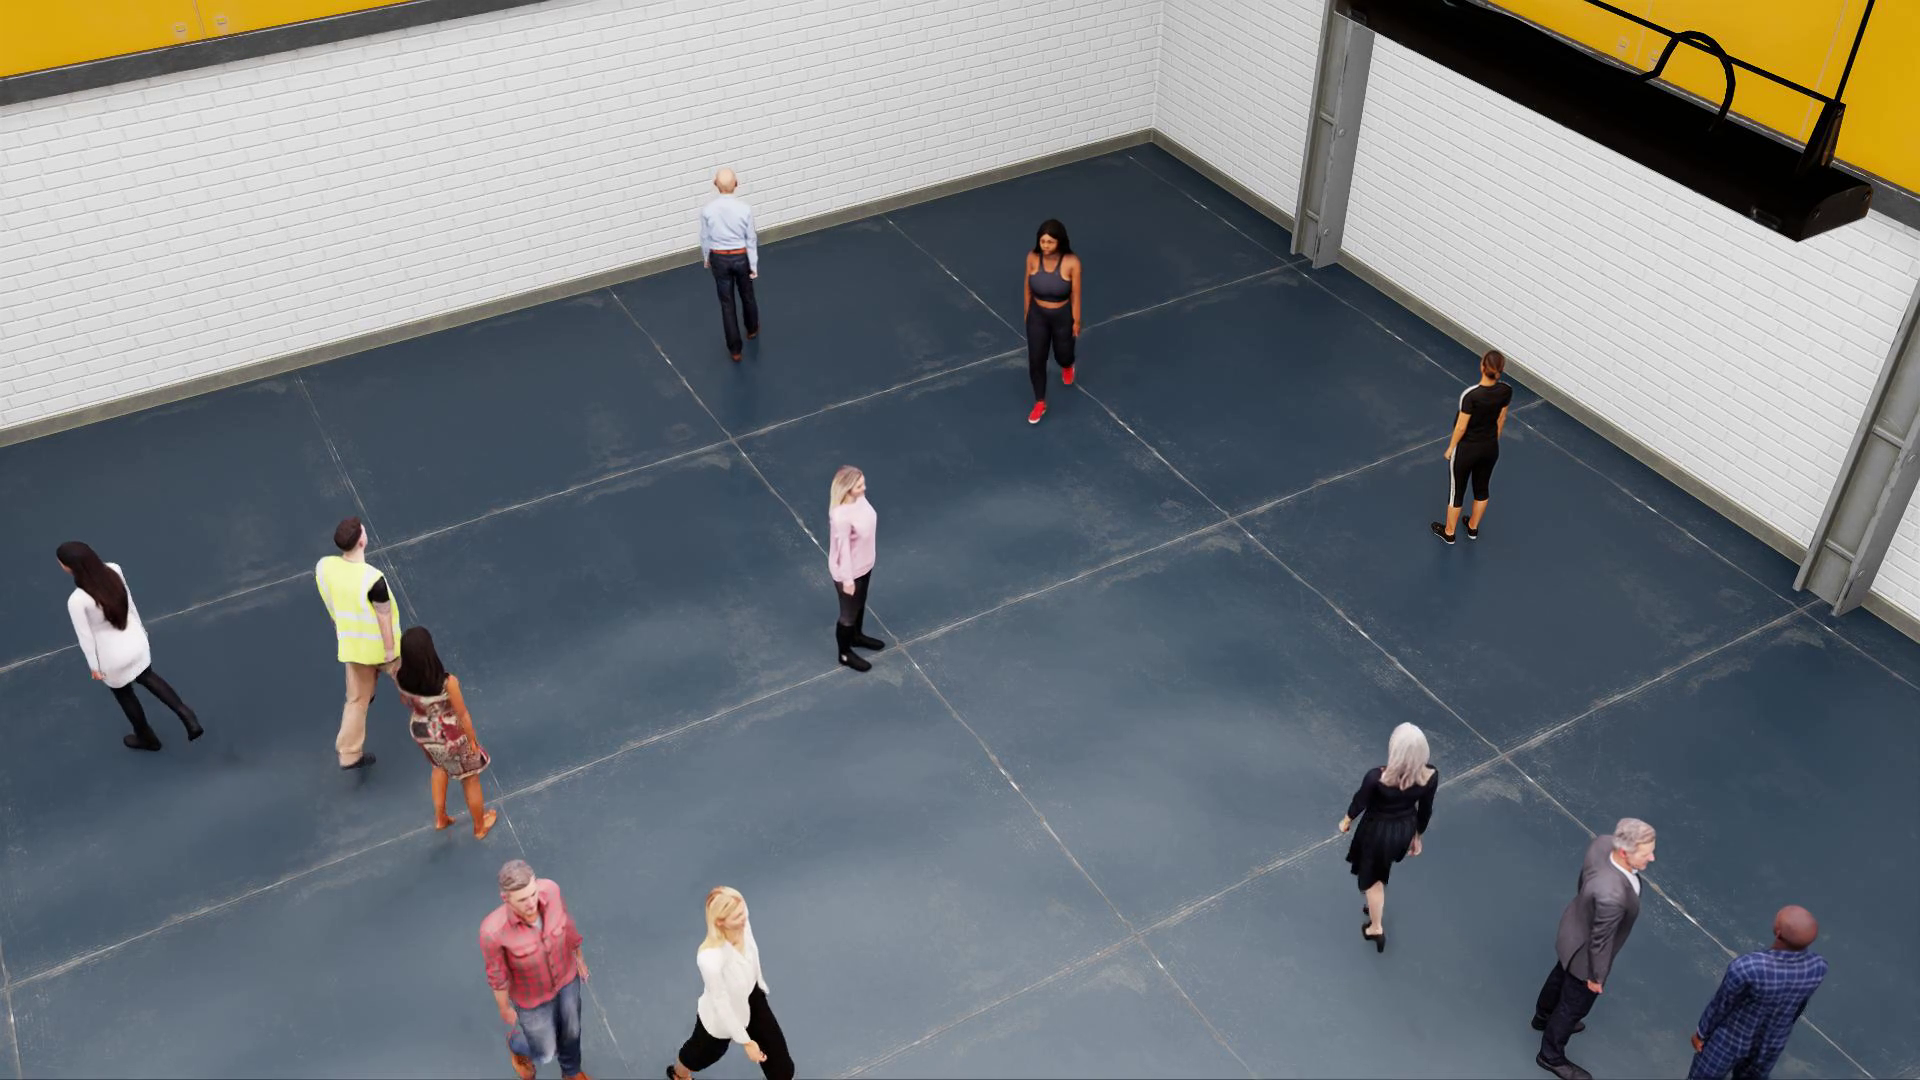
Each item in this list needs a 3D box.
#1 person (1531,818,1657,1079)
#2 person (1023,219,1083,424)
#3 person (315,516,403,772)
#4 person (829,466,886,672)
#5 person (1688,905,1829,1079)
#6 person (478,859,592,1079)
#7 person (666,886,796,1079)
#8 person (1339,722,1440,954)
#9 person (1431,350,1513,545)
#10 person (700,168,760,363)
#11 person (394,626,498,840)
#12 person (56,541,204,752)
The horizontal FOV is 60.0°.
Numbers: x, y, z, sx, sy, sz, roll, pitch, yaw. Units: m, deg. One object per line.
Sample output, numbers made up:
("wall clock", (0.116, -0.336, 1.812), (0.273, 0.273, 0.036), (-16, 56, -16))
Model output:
("person", (3.371, 2.144, 8.881), (0.863, 1.837, 0.798), (9, 39, 11))
("person", (0.801, -1.898, 13.976), (1.080, 1.794, 1.120), (12, 40, 14))
("person", (-3.843, 0.713, 10.706), (1.250, 1.795, 1.305), (10, 40, 13))
("person", (-0.760, 0.171, 11.472), (0.742, 1.686, 0.686), (11, 40, 13))
("person", (4.022, 2.491, 8.462), (0.744, 1.817, 0.746), (-3, 39, -3))
("person", (-2.247, 2.272, 8.736), (0.926, 1.816, 0.842), (28, 46, 30))
("person", (-1.254, 2.420, 8.554), (1.223, 1.814, 1.080), (14, 41, 17))
("person", (2.448, 1.748, 9.459), (0.687, 1.734, 0.783), (-8, 39, -10))
("person", (3.899, -0.707, 12.585), (0.625, 1.668, 0.571), (-10, 40, -13))
("person", (-2.016, -2.400, 14.614), (0.852, 1.782, 1.010), (-4, 39, -5))
("person", (-3.221, 1.238, 10.183), (0.829, 1.628, 0.884), (10, 40, 12))
("person", (-5.334, 0.726, 10.689), (1.002, 1.796, 0.927), (12, 40, 14))
